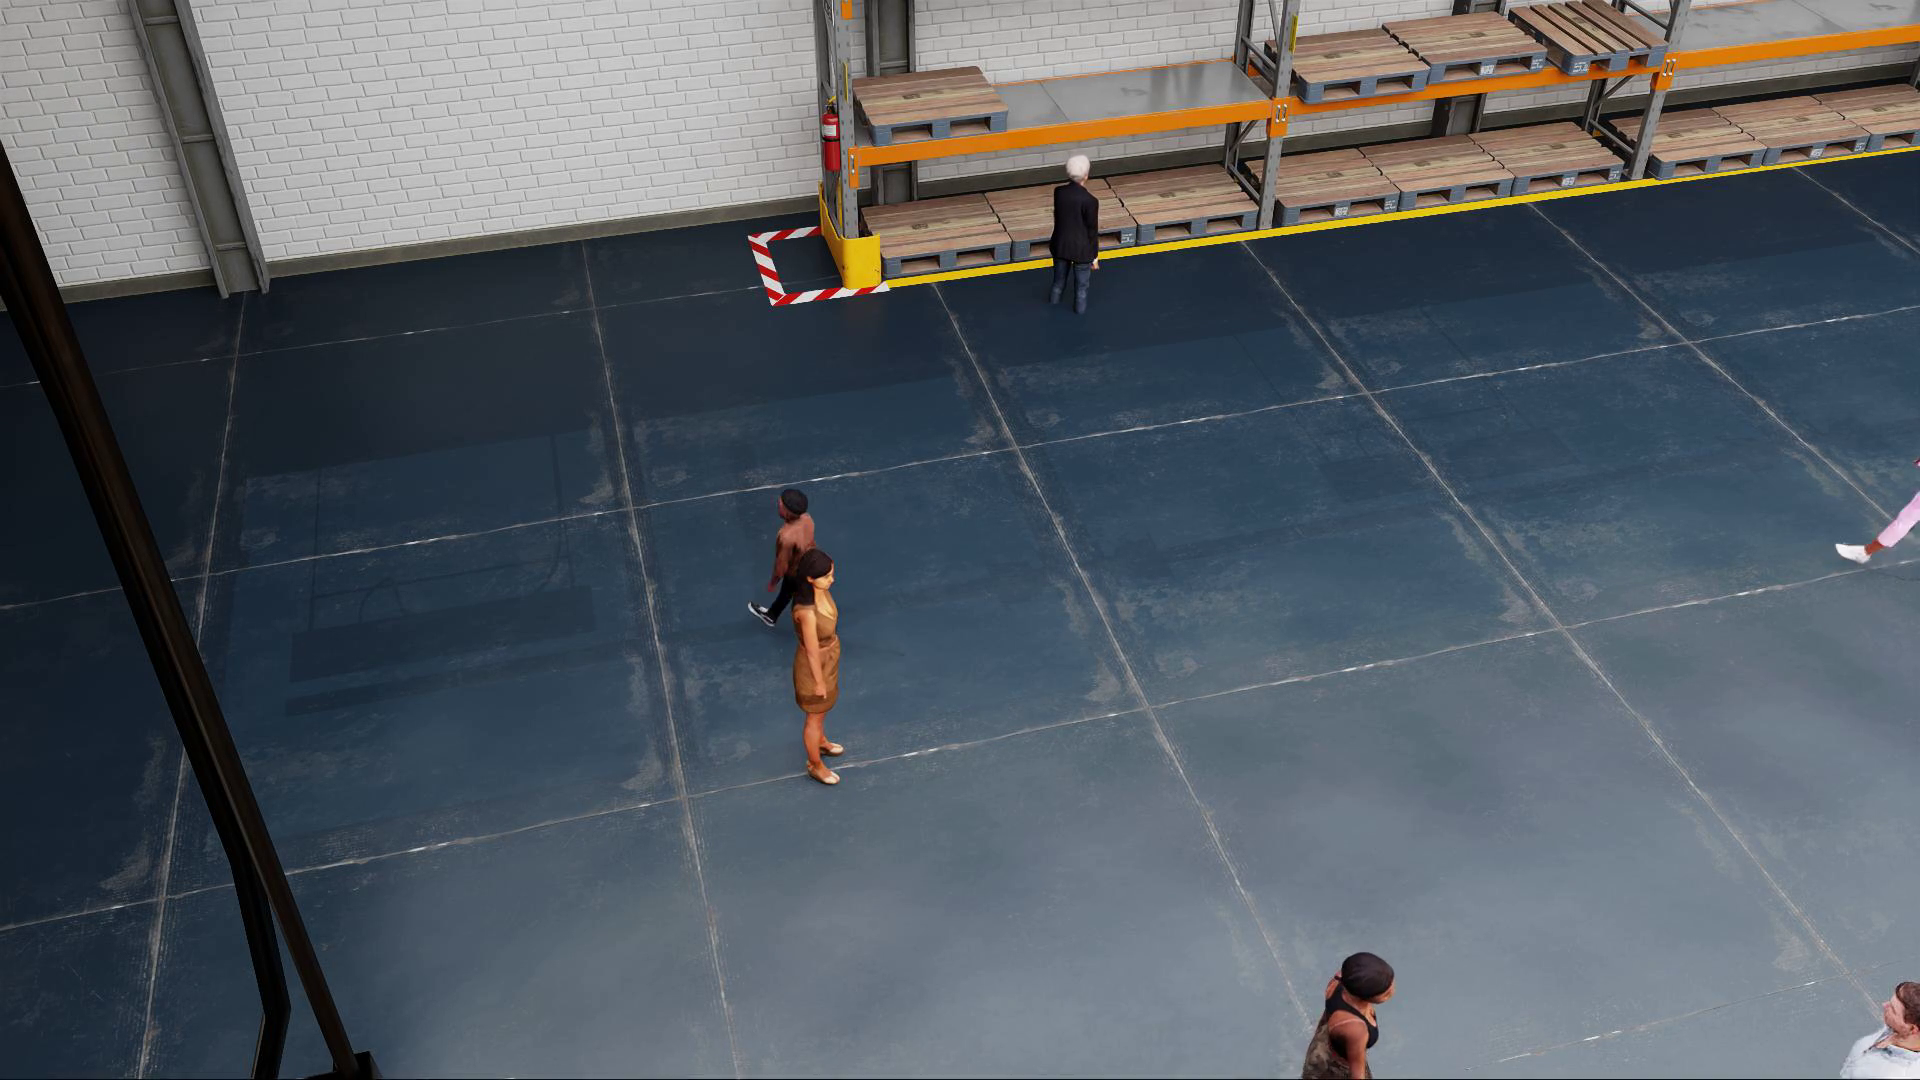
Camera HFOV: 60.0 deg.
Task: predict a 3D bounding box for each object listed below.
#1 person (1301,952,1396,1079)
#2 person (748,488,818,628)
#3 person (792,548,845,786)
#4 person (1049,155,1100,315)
[{"bbox_3d":[1.631,2.466,7.702,1.226,1.653,0.895,3,39,4],"label":"person"},{"bbox_3d":[-1.000,0.214,10.865,0.956,1.224,0.820,12,40,14],"label":"person"},{"bbox_3d":[-0.845,0.739,9.840,0.608,1.684,0.627,2,39,3],"label":"person"},{"bbox_3d":[0.995,-2.483,14.434,0.824,1.780,0.767,29,47,31],"label":"person"}]
